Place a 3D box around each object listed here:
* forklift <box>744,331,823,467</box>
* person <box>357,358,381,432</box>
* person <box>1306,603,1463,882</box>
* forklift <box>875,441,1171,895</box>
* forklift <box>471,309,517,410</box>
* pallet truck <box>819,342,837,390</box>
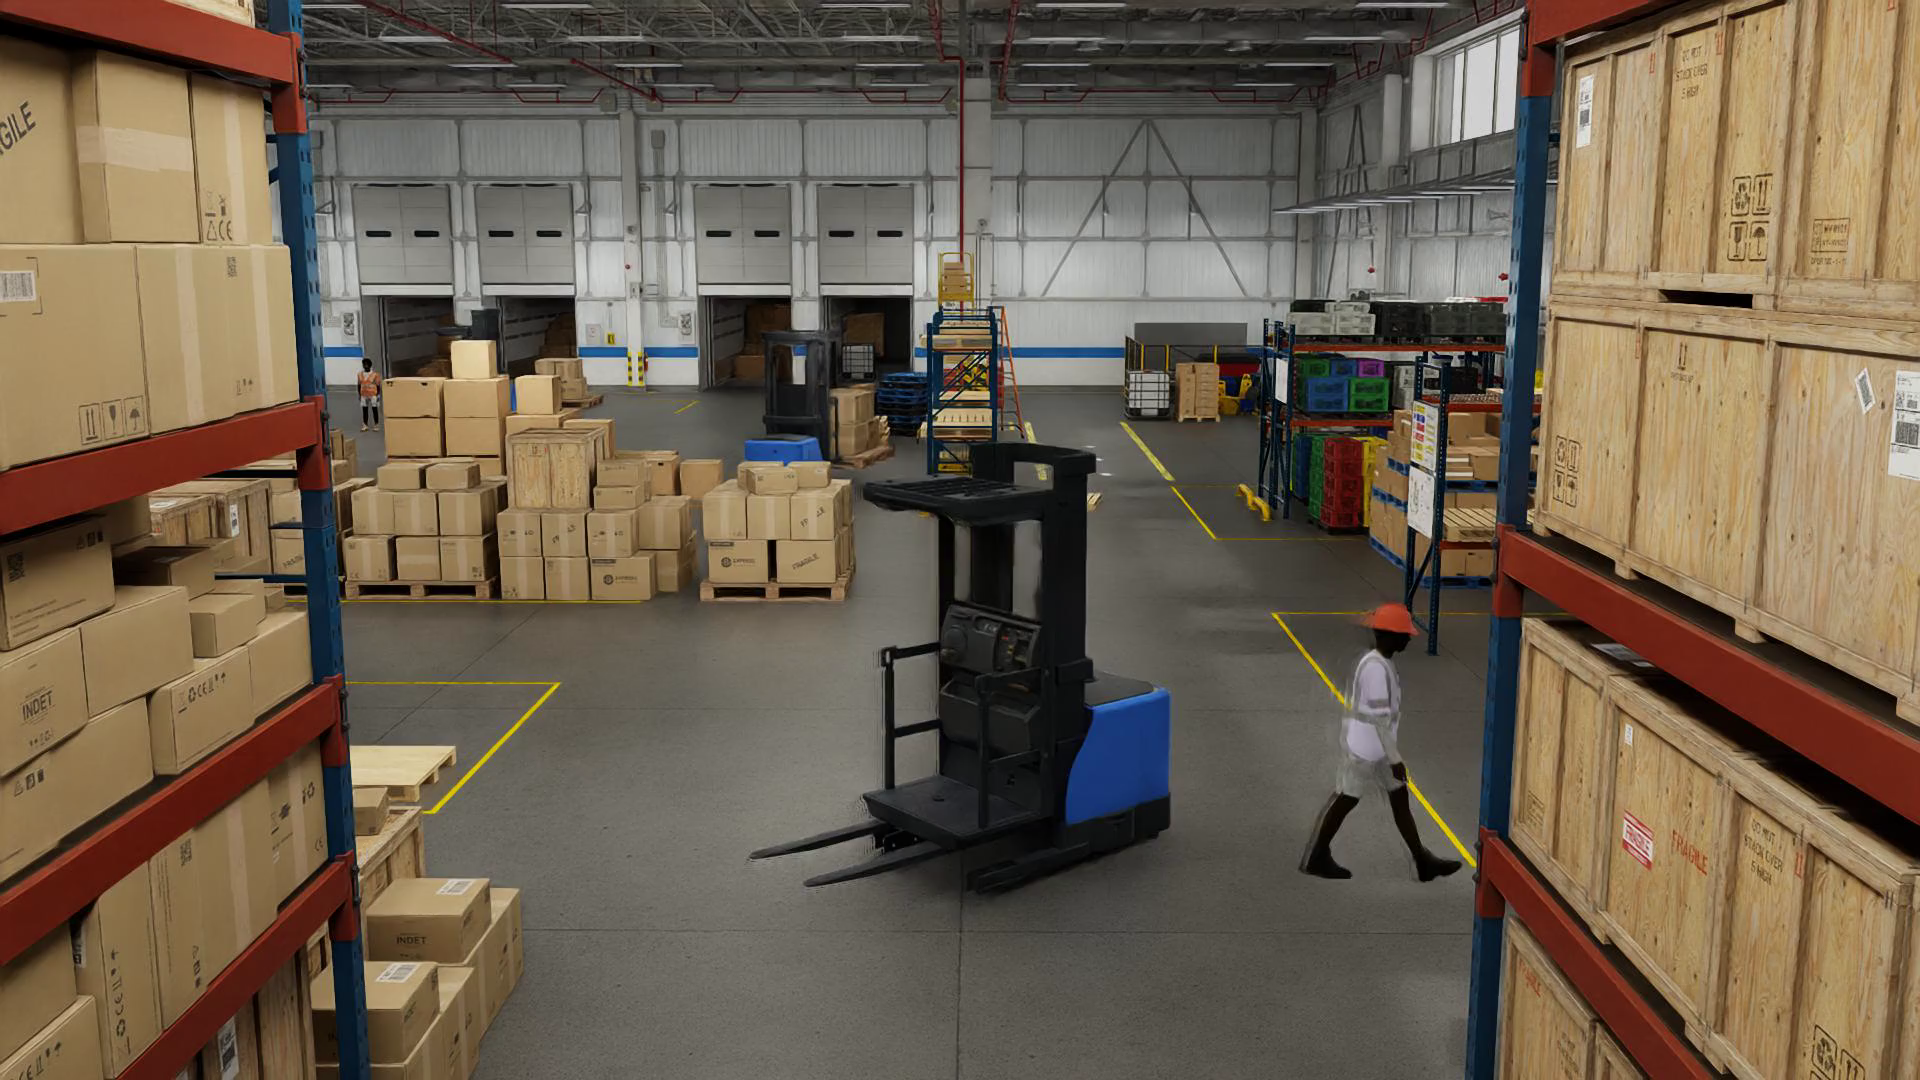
[{"bbox_3d":[-2.803,-2.080,27.700,1.129,2.768,1.873,3,10,15],"label":"forklift"},{"bbox_3d":[-13.648,-3.345,38.409,0.532,1.697,0.322,0,10,3],"label":"person"},{"bbox_3d":[2.764,1.340,10.856,1.010,1.879,0.564,5,11,25],"label":"person"},{"bbox_3d":[0.487,0.745,11.407,1.873,2.768,1.129,-8,13,-39],"label":"forklift"},{"bbox_3d":[-10.871,-3.933,38.391,1.873,2.768,1.129,1,10,7],"label":"forklift"},{"bbox_3d":[-3.021,-4.312,43.126,1.885,1.965,0.823,3,10,17],"label":"pallet truck"}]
